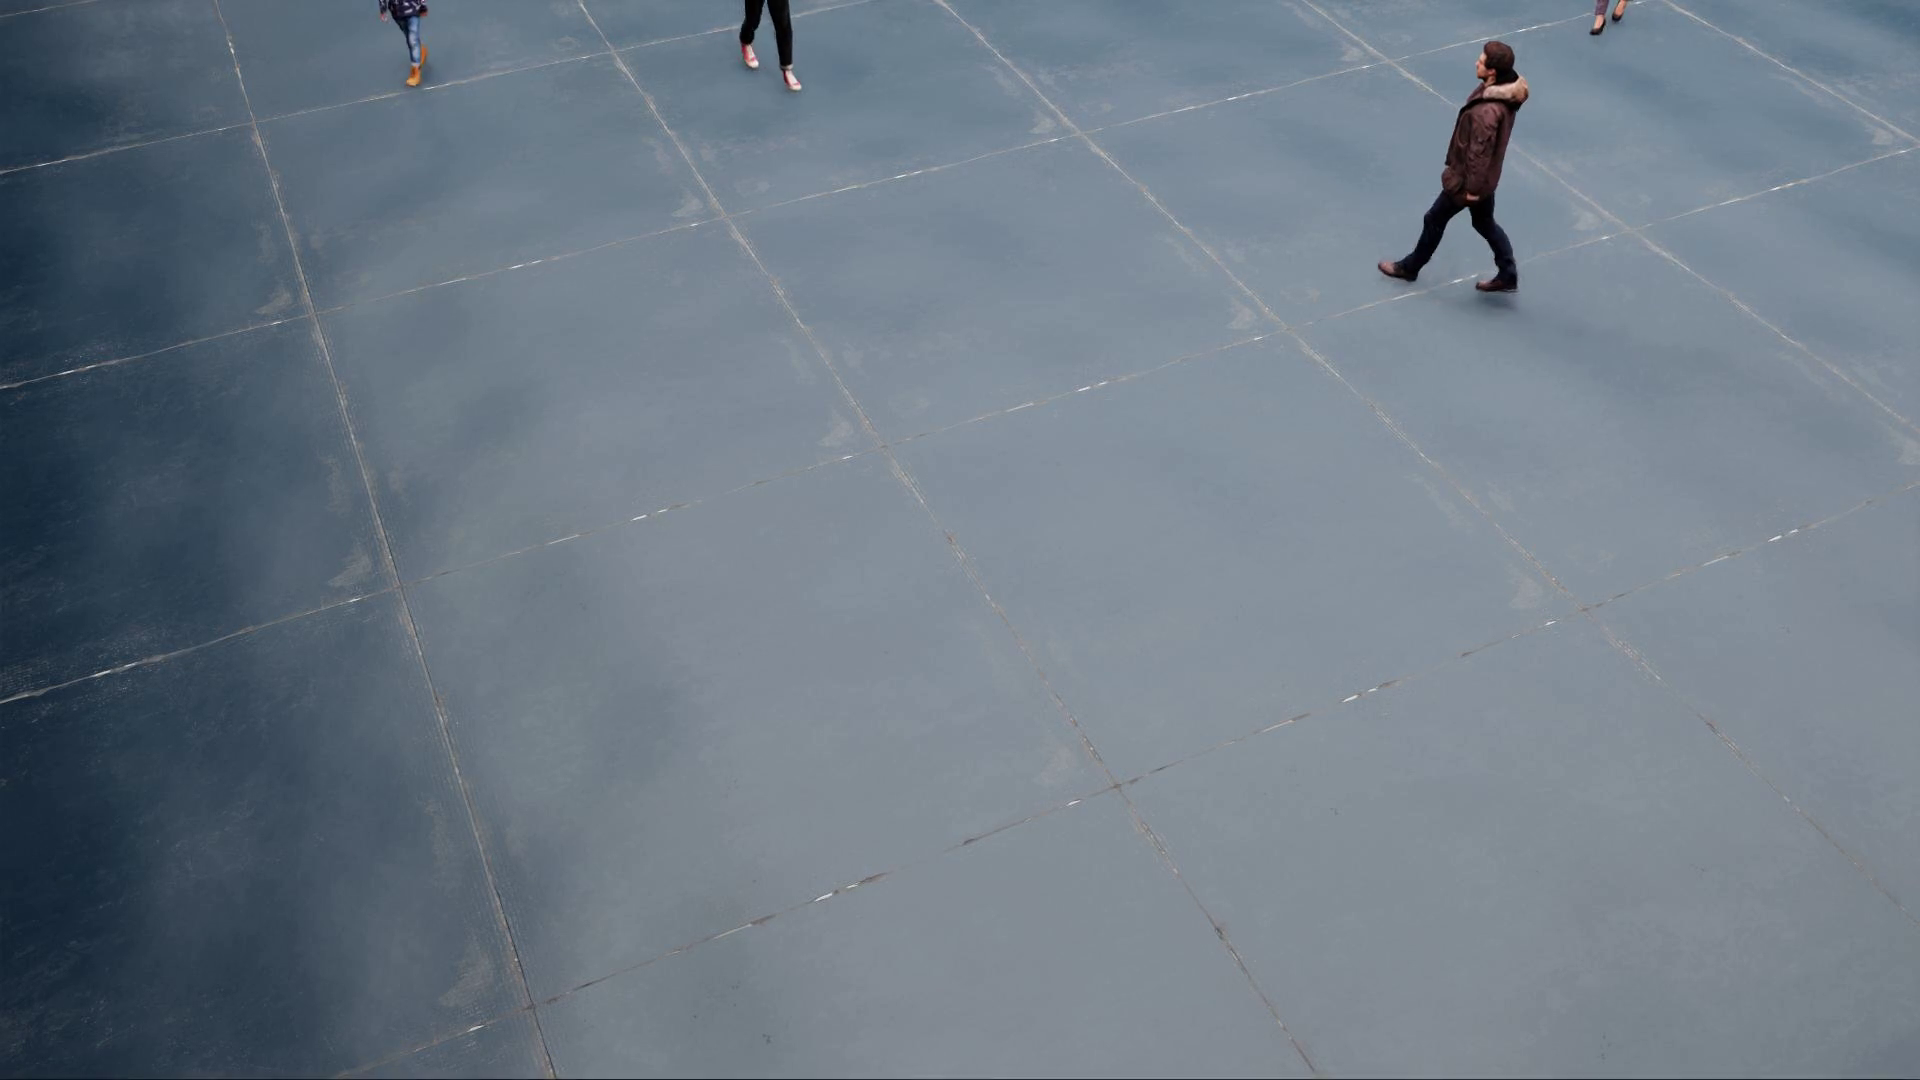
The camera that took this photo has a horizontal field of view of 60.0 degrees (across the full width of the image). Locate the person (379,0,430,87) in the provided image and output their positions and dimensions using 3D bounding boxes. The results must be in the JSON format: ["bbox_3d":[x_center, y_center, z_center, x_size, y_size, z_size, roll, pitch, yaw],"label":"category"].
[{"bbox_3d":[-4.570,-4.430,13.723,0.767,1.226,0.927,4,42,4],"label":"person"}]

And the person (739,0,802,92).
[{"bbox_3d":[-1.641,-4.611,13.533,0.730,1.749,1.114,-19,46,-20],"label":"person"}]

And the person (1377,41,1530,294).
[{"bbox_3d":[3.512,-2.403,11.064,1.332,1.799,1.197,19,46,20],"label":"person"}]
